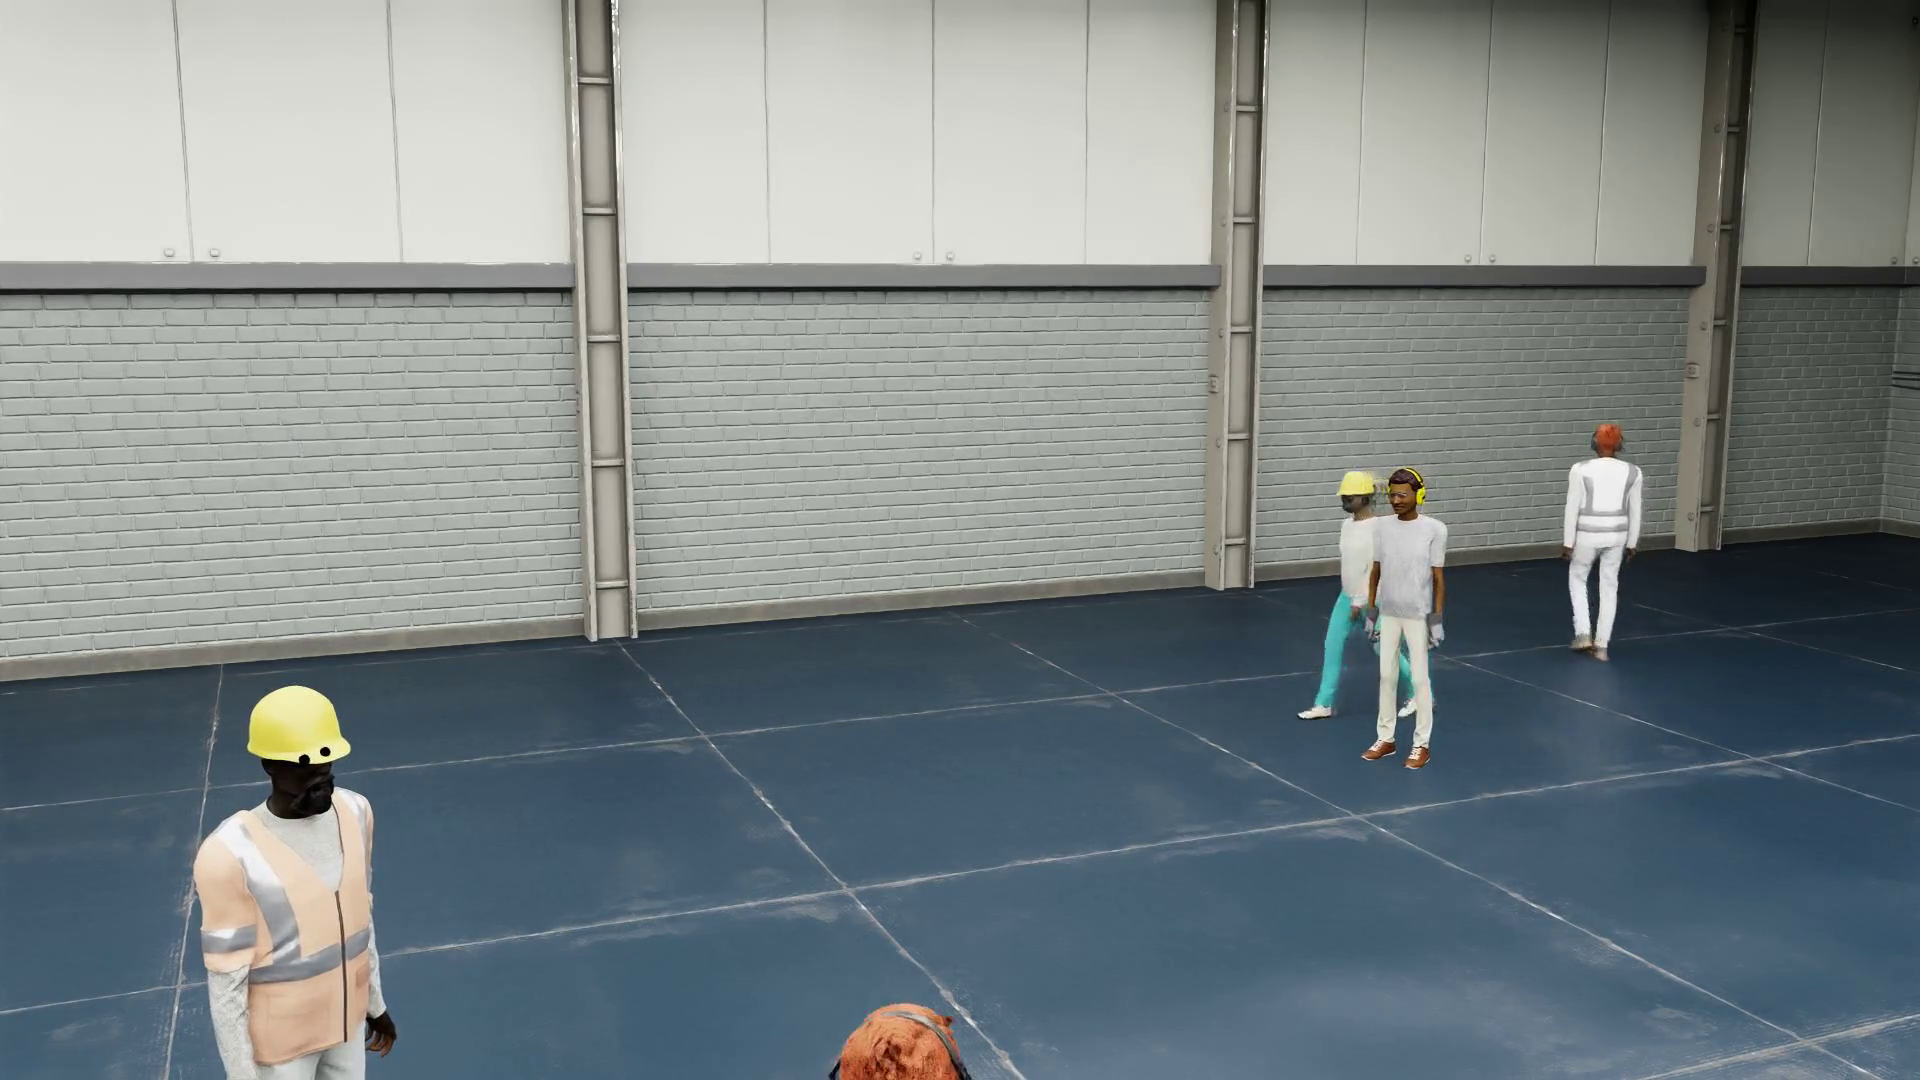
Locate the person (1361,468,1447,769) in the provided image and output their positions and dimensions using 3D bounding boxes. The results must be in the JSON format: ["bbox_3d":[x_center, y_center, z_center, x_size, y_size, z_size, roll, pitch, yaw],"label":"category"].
[{"bbox_3d":[2.750,0.480,10.287,0.521,1.859,0.317,7,11,37],"label":"person"}]

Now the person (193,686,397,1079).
[{"bbox_3d":[-1.810,1.344,4.635,0.366,1.926,0.592,4,10,22],"label":"person"}]

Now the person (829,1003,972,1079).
[{"bbox_3d":[-0.066,1.667,2.806,0.578,1.860,0.676,3,10,20],"label":"person"}]

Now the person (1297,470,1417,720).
[{"bbox_3d":[2.789,0.376,11.344,0.897,1.724,0.522,-4,10,-22],"label":"person"}]

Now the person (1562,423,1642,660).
[{"bbox_3d":[5.080,0.002,13.229,0.614,1.866,0.541,1,9,4],"label":"person"}]
